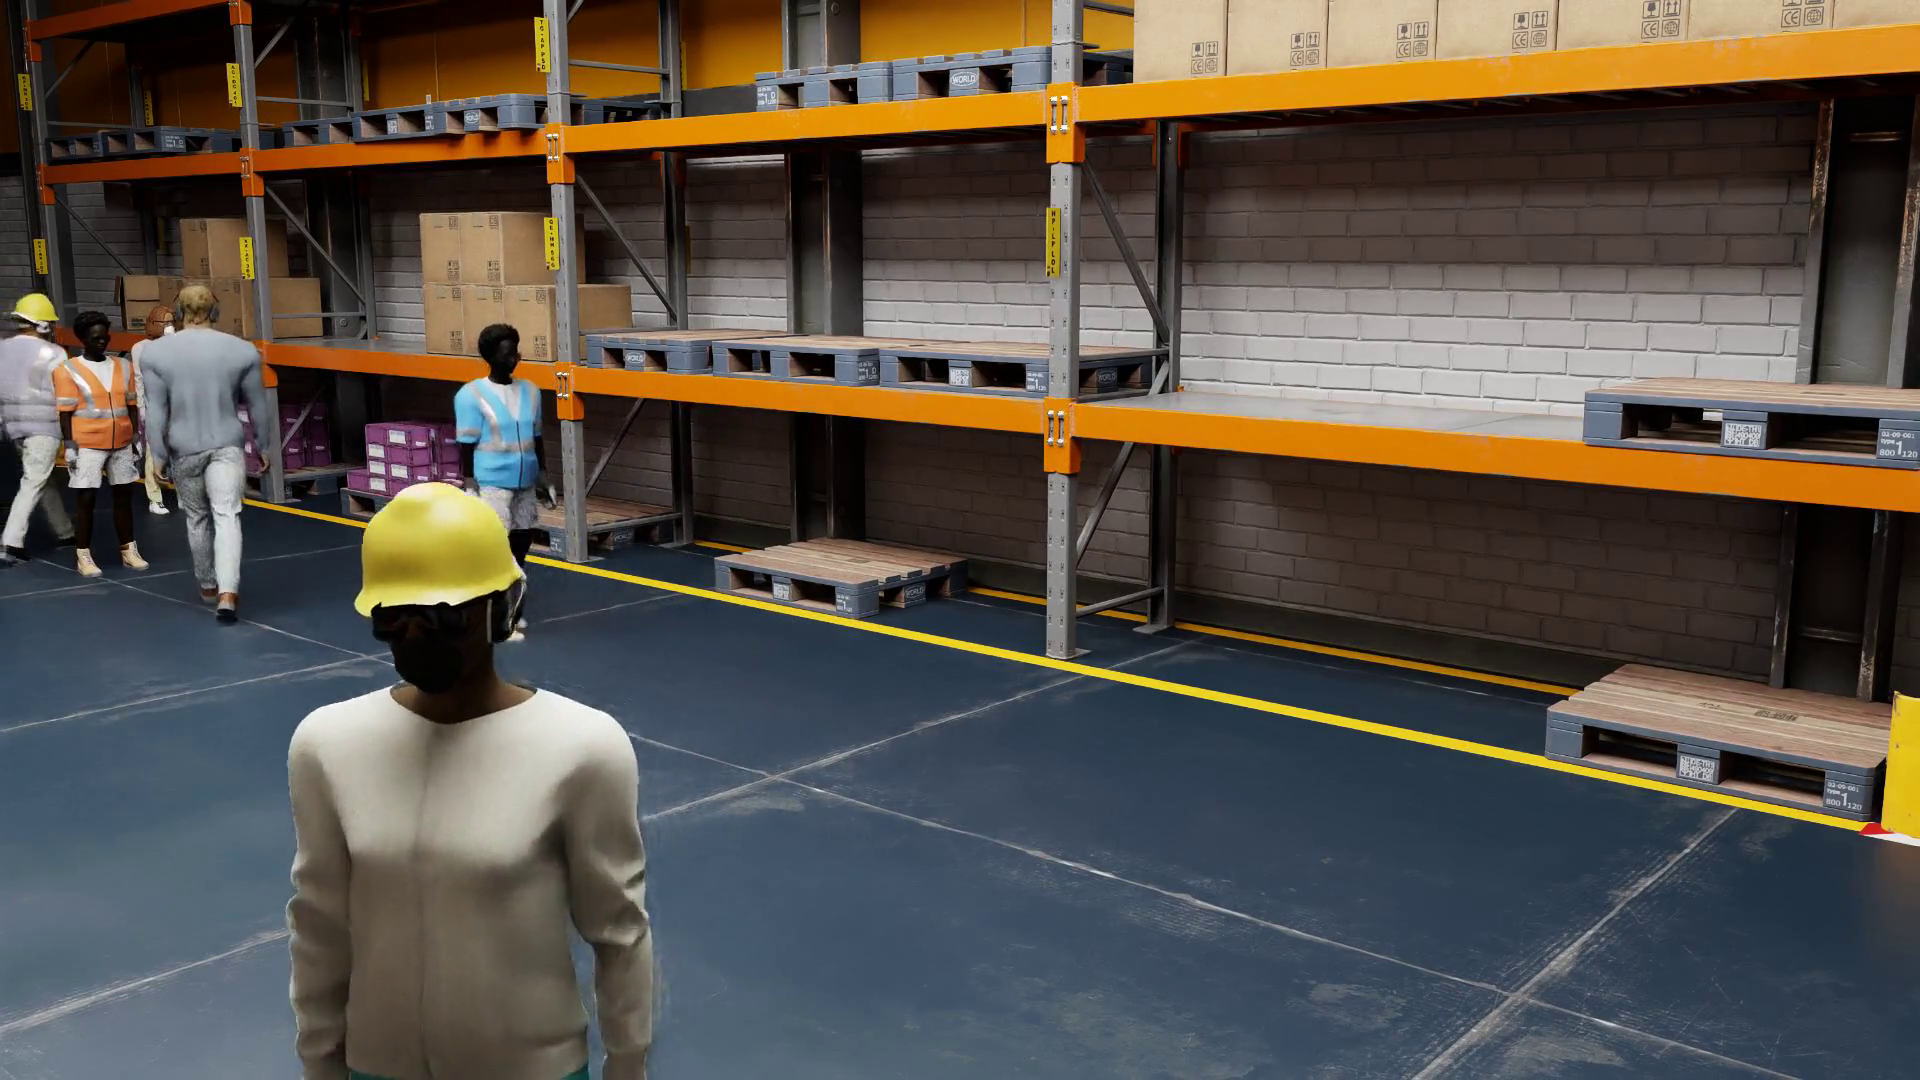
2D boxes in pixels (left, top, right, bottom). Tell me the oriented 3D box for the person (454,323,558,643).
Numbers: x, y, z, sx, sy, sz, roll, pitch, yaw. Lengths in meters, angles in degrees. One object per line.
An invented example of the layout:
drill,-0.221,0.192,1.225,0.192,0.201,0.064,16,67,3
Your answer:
person,-2.435,-0.313,8.902,0.449,1.702,0.559,8,13,37

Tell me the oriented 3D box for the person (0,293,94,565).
person,-6.176,-0.743,11.074,0.592,1.784,0.953,2,10,14

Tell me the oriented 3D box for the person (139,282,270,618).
person,-4.259,-0.512,9.443,0.649,1.894,1.025,-4,11,-24

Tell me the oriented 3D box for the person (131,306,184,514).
person,-6.236,-1.021,13.076,0.277,1.629,0.496,7,12,34

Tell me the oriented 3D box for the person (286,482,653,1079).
person,-0.723,0.768,2.537,0.530,1.753,0.505,1,10,6

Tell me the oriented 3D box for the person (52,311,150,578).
person,-5.451,-0.606,10.550,0.320,1.686,0.533,6,12,32
